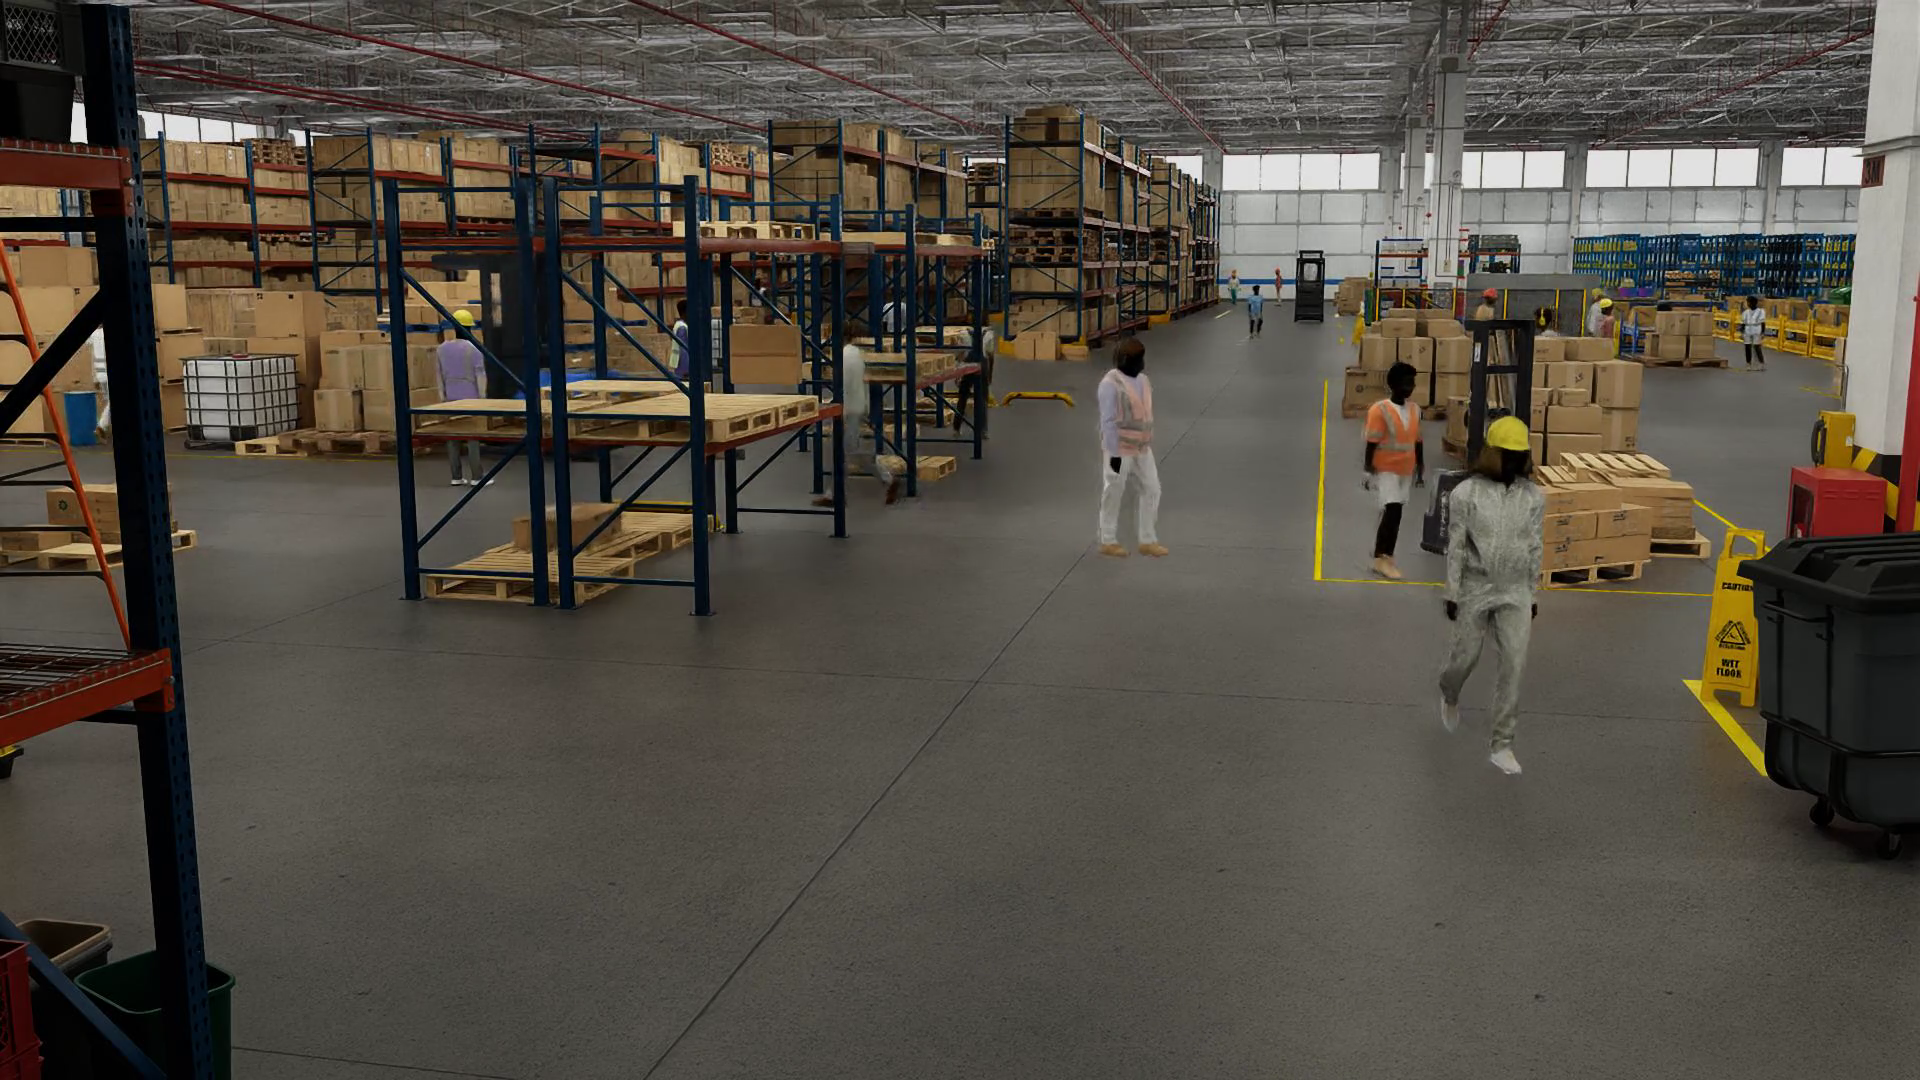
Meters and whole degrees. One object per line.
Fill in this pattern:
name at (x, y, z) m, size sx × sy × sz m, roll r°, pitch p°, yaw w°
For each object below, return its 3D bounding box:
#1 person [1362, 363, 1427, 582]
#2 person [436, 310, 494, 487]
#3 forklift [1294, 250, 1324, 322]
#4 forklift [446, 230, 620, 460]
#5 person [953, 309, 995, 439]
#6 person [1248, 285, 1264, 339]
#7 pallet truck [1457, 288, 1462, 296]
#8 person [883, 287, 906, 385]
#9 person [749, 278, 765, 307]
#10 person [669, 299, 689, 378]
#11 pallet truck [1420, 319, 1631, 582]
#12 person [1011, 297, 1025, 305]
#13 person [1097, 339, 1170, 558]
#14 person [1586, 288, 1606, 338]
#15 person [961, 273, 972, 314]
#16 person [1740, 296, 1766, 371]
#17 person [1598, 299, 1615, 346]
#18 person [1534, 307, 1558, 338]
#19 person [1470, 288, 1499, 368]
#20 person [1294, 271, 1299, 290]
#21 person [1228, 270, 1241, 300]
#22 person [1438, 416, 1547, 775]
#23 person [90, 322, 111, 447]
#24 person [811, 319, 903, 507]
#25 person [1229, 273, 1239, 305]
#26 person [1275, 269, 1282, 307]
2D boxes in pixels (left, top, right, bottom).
person at (3.389, -0.517, 12.792) m, size 0.559 × 1.674 × 0.600 m, roll -6°, pitch 11°, yaw -32°
person at (-5.409, -1.540, 18.144) m, size 0.587 × 1.928 × 0.381 m, roll 3°, pitch 10°, yaw 19°
forklift at (13.778, -10.002, 65.433) m, size 1.129 × 2.768 × 1.873 m, roll 2°, pitch 10°, yaw 12°
forklift at (-5.348, -2.458, 20.763) m, size 1.873 × 2.768 × 1.129 m, roll 2°, pitch 10°, yaw 12°
person at (0.194, -2.286, 22.993) m, size 0.570 × 1.800 × 0.660 m, roll -1°, pitch 10°, yaw -6°
person at (9.244, -7.112, 51.887) m, size 0.537 × 1.683 × 0.564 m, roll -3°, pitch 10°, yaw -17°
pallet truck at (20.506, -9.785, 68.819) m, size 0.653 × 1.274 × 1.630 m, roll 2°, pitch 10°, yaw 12°
person at (-1.229, -4.057, 32.934) m, size 0.607 × 1.966 × 0.367 m, roll 4°, pitch 11°, yaw 24°
person at (-6.553, -7.473, 53.414) m, size 0.683 × 1.875 × 0.584 m, roll 5°, pitch 11°, yaw 29°
person at (-3.850, -2.380, 23.140) m, size 0.390 × 1.920 × 0.587 m, roll -2°, pitch 10°, yaw -13°
pallet truck at (4.543, -0.757, 13.299) m, size 0.823 × 1.965 × 1.885 m, roll -4°, pitch 10°, yaw -22°
person at (1.993, -8.164, 57.659) m, size 0.428 × 1.835 × 0.614 m, roll 8°, pitch 13°, yaw 41°
person at (1.451, -0.735, 13.699) m, size 0.727 × 1.816 × 0.654 m, roll 9°, pitch 13°, yaw 43°
person at (14.574, -4.832, 37.944) m, size 0.601 × 1.820 × 0.600 m, roll 7°, pitch 12°, yaw 37°
person at (0.334, -10.869, 73.463) m, size 0.574 × 1.896 × 0.930 m, roll 4°, pitch 10°, yaw 21°
person at (17.623, -4.570, 36.900) m, size 0.361 × 1.655 × 0.582 m, roll -5°, pitch 11°, yaw -29°
person at (11.804, -3.528, 30.420) m, size 0.327 × 1.760 × 0.523 m, roll 4°, pitch 10°, yaw 22°
person at (7.711, -2.120, 21.815) m, size 0.555 × 1.850 × 0.494 m, roll 7°, pitch 12°, yaw 36°
person at (10.164, -3.947, 32.423) m, size 0.556 × 1.918 × 0.612 m, roll -9°, pitch 13°, yaw -43°
person at (19.053, -14.251, 93.707) m, size 0.445 × 1.826 × 0.652 m, roll -2°, pitch 10°, yaw -14°
person at (15.057, -13.844, 91.143) m, size 0.658 × 1.870 × 0.954 m, roll 0°, pitch 10°, yaw 1°
person at (2.616, 0.235, 8.200) m, size 0.491 × 1.720 × 0.683 m, roll 0°, pitch 10°, yaw -1°
person at (-10.997, -2.077, 21.507) m, size 0.683 × 1.865 × 0.492 m, roll 4°, pitch 10°, yaw 21°
person at (-1.023, -1.241, 16.471) m, size 0.888 × 1.909 × 0.637 m, roll 2°, pitch 10°, yaw 11°
person at (14.668, -13.417, 89.068) m, size 0.545 × 1.713 × 0.899 m, roll 2°, pitch 10°, yaw 13°
person at (16.661, -13.219, 87.146) m, size 0.407 × 1.986 × 0.608 m, roll 1°, pitch 10°, yaw 4°
